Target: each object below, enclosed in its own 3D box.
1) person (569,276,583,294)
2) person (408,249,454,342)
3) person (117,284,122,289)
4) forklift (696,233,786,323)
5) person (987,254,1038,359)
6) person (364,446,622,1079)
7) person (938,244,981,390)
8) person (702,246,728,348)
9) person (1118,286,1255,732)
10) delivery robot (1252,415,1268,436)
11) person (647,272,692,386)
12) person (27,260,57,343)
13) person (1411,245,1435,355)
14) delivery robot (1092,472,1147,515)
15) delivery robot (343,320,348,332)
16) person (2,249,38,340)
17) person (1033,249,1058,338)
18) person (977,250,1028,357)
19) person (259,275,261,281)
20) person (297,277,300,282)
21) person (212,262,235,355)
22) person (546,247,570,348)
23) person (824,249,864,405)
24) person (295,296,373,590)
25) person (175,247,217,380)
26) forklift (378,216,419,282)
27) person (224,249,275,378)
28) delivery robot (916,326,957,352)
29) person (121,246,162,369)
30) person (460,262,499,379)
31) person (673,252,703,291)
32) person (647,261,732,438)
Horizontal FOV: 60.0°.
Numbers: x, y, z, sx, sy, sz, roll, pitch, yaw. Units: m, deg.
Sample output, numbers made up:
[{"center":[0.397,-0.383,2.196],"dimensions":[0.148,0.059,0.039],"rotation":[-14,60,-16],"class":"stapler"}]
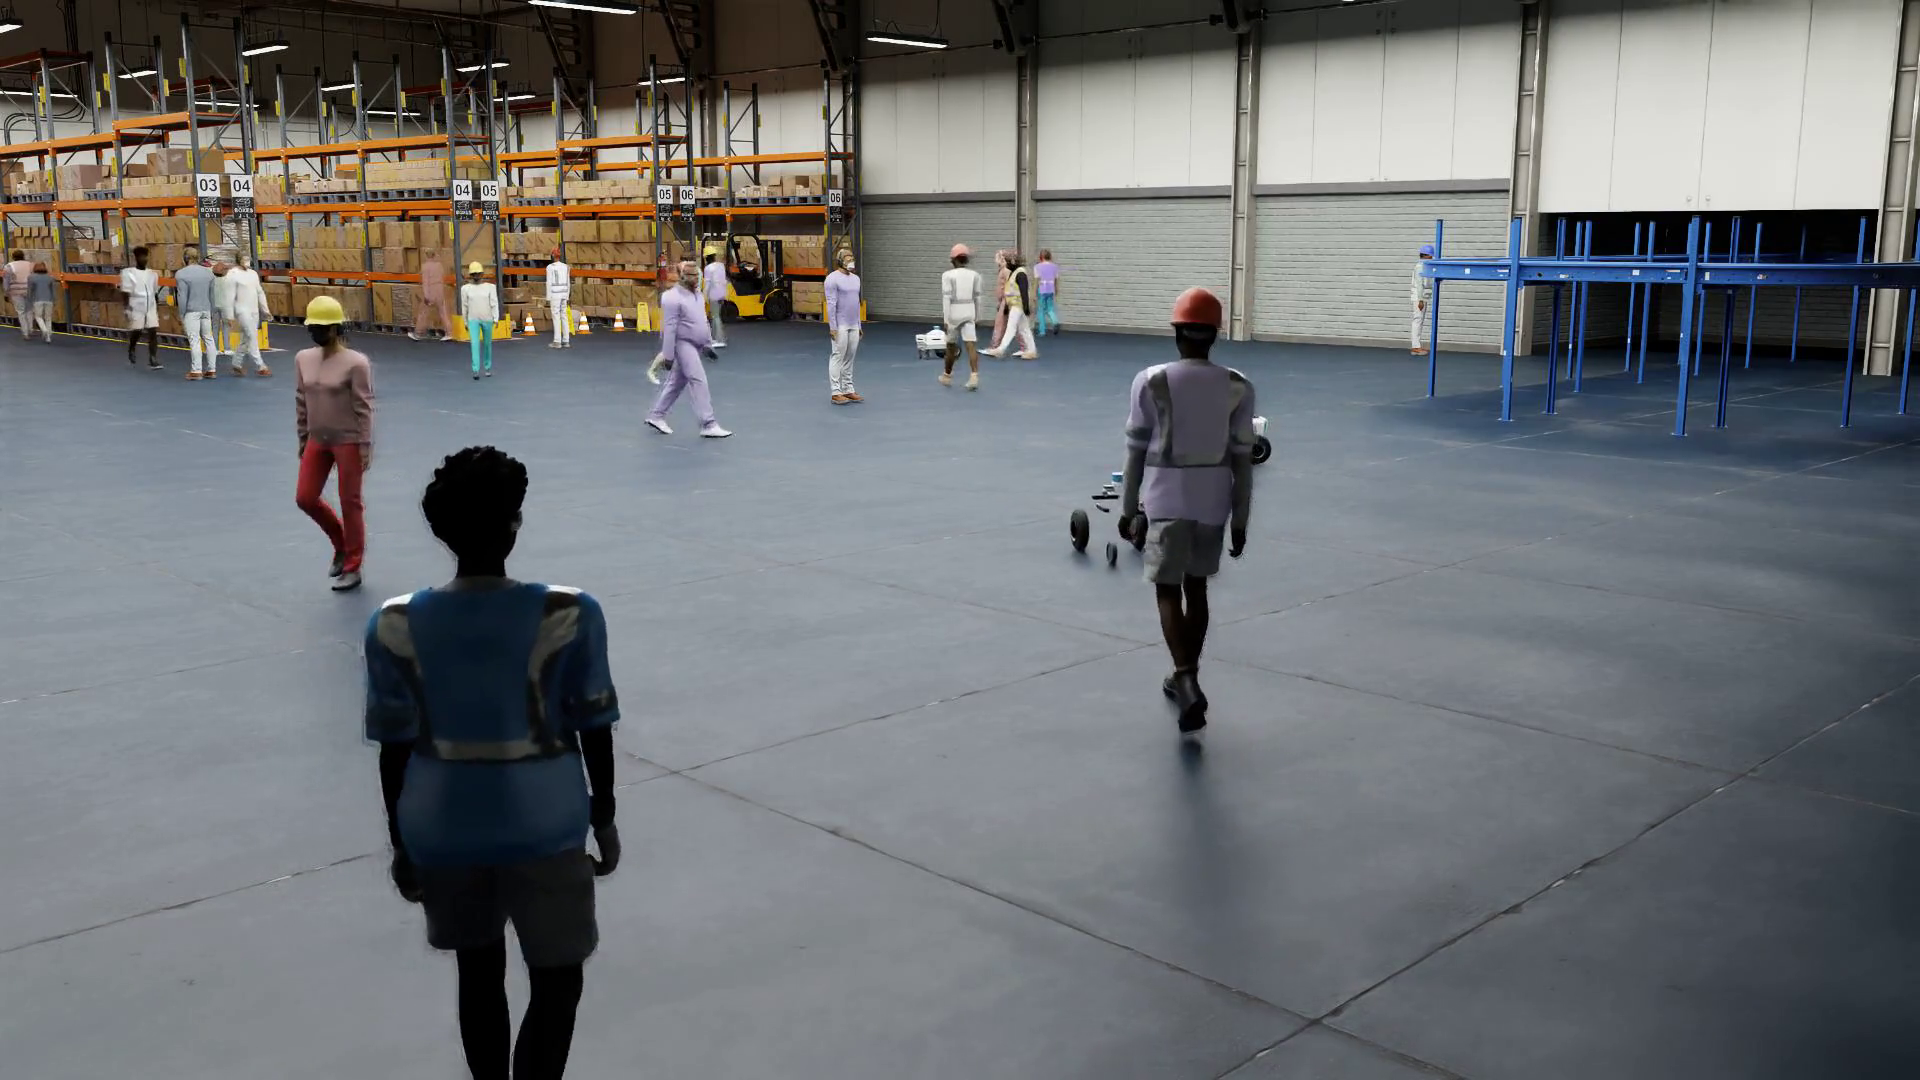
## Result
[{"center":[-10.542,-7.084,45.502],"dimensions":[0.483,1.737,0.320],"rotation":[3,11,18],"class":"person"},{"center":[-10.561,-4.890,33.266],"dimensions":[1.012,1.838,0.645],"rotation":[6,12,28],"class":"person"},{"center":[-20.408,-6.296,40.802],"dimensions":[0.338,1.882,0.569],"rotation":[5,11,25],"class":"person"},{"center":[-5.496,-6.489,41.108],"dimensions":[2.313,2.155,1.214],"rotation":[-10,14,-44],"class":"forklift"},{"center":[0.908,-3.982,28.444],"dimensions":[0.940,1.794,0.646],"rotation":[-2,11,-12],"class":"person"},{"center":[-0.996,0.644,3.536],"dimensions":[0.534,1.676,0.712],"rotation":[0,10,-1],"class":"person"},{"center":[0.015,-3.084,23.006],"dimensions":[0.632,1.986,1.072],"rotation":[-5,11,-25],"class":"person"},{"center":[-4.712,-4.598,31.466],"dimensions":[0.641,1.898,0.607],"rotation":[5,11,23],"class":"person"},{"center":[1.011,-0.141,7.199],"dimensions":[0.547,1.904,0.897],"rotation":[-2,11,-8],"class":"person"},{"center":[2.520,-1.050,15.670],"dimensions":[0.707,0.478,0.477],"rotation":[-1,10,-3],"class":"delivery robot"},{"center":[-4.078,-2.980,23.480],"dimensions":[0.800,1.606,0.504],"rotation":[6,12,29],"class":"person"},{"center":[-18.091,-4.704,32.826],"dimensions":[0.515,1.618,0.450],"rotation":[-8,13,-37],"class":"person"},{"center":[8.238,-4.280,29.645],"dimensions":[0.401,1.939,0.604],"rotation":[4,11,19],"class":"person"},{"center":[1.060,-0.332,11.047],"dimensions":[0.335,0.223,0.698],"rotation":[-2,11,-11],"class":"delivery robot"},{"center":[-12.696,-4.369,33.768],"dimensions":[0.477,0.478,0.707],"rotation":[-8,13,-38],"class":"delivery robot"},{"center":[-19.199,-5.017,33.992],"dimensions":[0.653,1.811,0.806],"rotation":[-9,14,-41],"class":"person"},{"center":[1.786,-5.101,34.427],"dimensions":[0.563,1.831,0.493],"rotation":[-6,12,-28],"class":"person"},{"center":[0.775,-4.136,29.138],"dimensions":[0.982,1.843,0.693],"rotation":[1,10,3],"class":"person"},{"center":[-19.590,-7.277,46.328],"dimensions":[0.548,1.830,0.908],"rotation":[-5,11,-25],"class":"person"},{"center":[-19.720,-7.872,49.248],"dimensions":[0.380,1.933,0.543],"rotation":[-2,11,-11],"class":"person"},{"center":[-13.102,-4.099,29.508],"dimensions":[0.503,1.630,0.272],"rotation":[3,11,14],"class":"person"},{"center":[-7.603,-4.585,31.465],"dimensions":[0.353,1.882,0.578],"rotation":[5,12,27],"class":"person"},{"center":[-1.451,-2.703,21.044],"dimensions":[0.372,1.940,0.632],"rotation":[7,12,33],"class":"person"},{"center":[-3.740,-0.574,9.923],"dimensions":[0.555,1.751,0.365],"rotation":[3,11,16],"class":"person"},{"center":[-11.252,-3.336,24.497],"dimensions":[0.372,1.940,0.631],"rotation":[5,12,26],"class":"person"},{"center":[-17.868,-9.201,54.028],"dimensions":[1.873,2.768,1.129],"rotation":[-10,14,-44],"class":"forklift"},{"center":[-10.723,-3.395,24.983],"dimensions":[0.912,1.914,0.653],"rotation":[3,11,14],"class":"person"},{"center":[-0.402,-3.454,28.778],"dimensions":[0.707,0.478,0.477],"rotation":[-7,12,-34],"class":"delivery robot"},{"center":[-13.036,-3.700,26.453],"dimensions":[0.637,1.946,0.629],"rotation":[8,13,36],"class":"person"},{"center":[-7.149,-3.279,24.790],"dimensions":[0.527,1.722,0.915],"rotation":[-3,11,-17],"class":"person"},{"center":[-5.136,-4.468,31.111],"dimensions":[0.610,1.781,0.952],"rotation":[3,11,14],"class":"person"},{"center":[-2.922,-2.028,17.619],"dimensions":[1.023,1.858,0.633],"rotation":[3,11,14],"class":"person"}]
